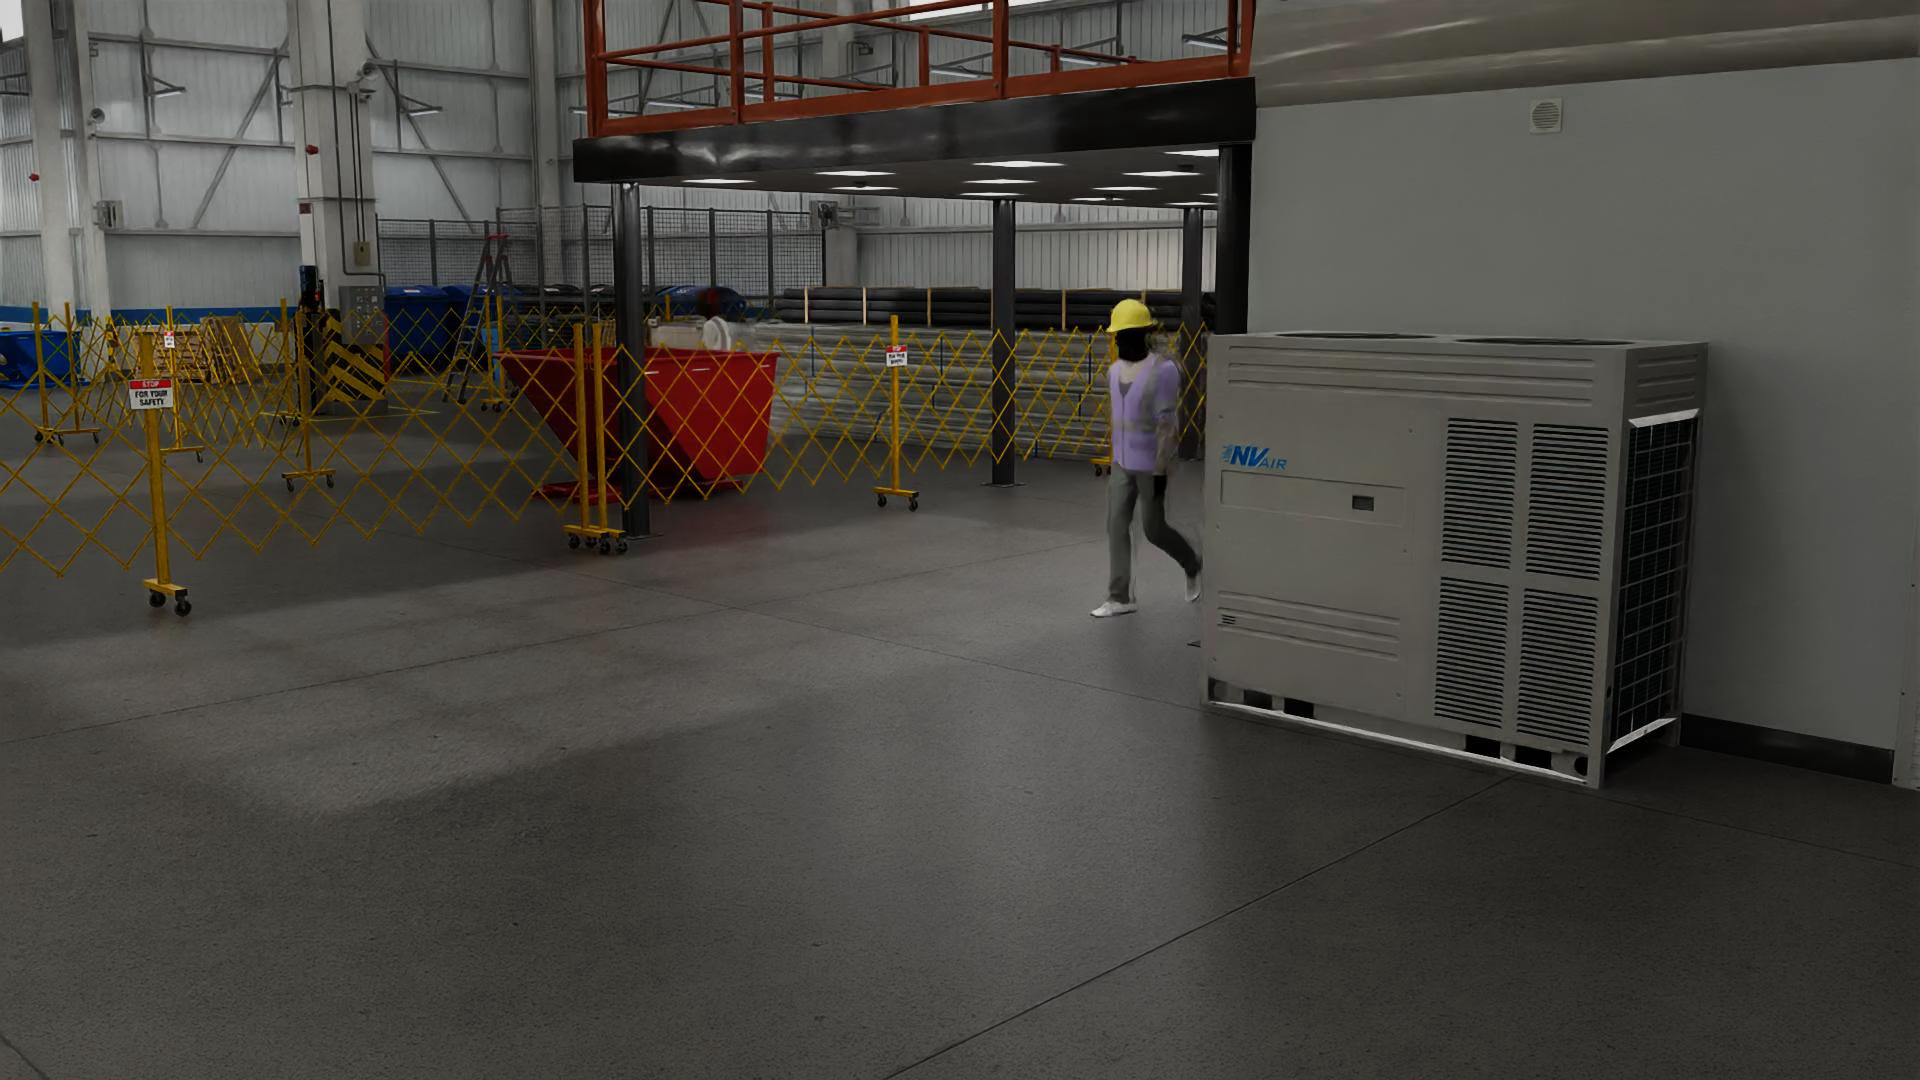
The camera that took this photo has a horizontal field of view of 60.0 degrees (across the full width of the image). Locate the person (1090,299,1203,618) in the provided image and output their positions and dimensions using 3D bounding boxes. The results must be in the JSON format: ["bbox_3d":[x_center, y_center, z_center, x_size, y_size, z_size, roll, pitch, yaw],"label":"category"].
[{"bbox_3d":[1.136,-0.491,9.953,0.734,1.900,0.592,-7,12,-38],"label":"person"}]

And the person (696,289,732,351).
[{"bbox_3d":[-2.538,-1.597,16.852,0.619,1.866,0.598,0,9,-1],"label":"person"}]
